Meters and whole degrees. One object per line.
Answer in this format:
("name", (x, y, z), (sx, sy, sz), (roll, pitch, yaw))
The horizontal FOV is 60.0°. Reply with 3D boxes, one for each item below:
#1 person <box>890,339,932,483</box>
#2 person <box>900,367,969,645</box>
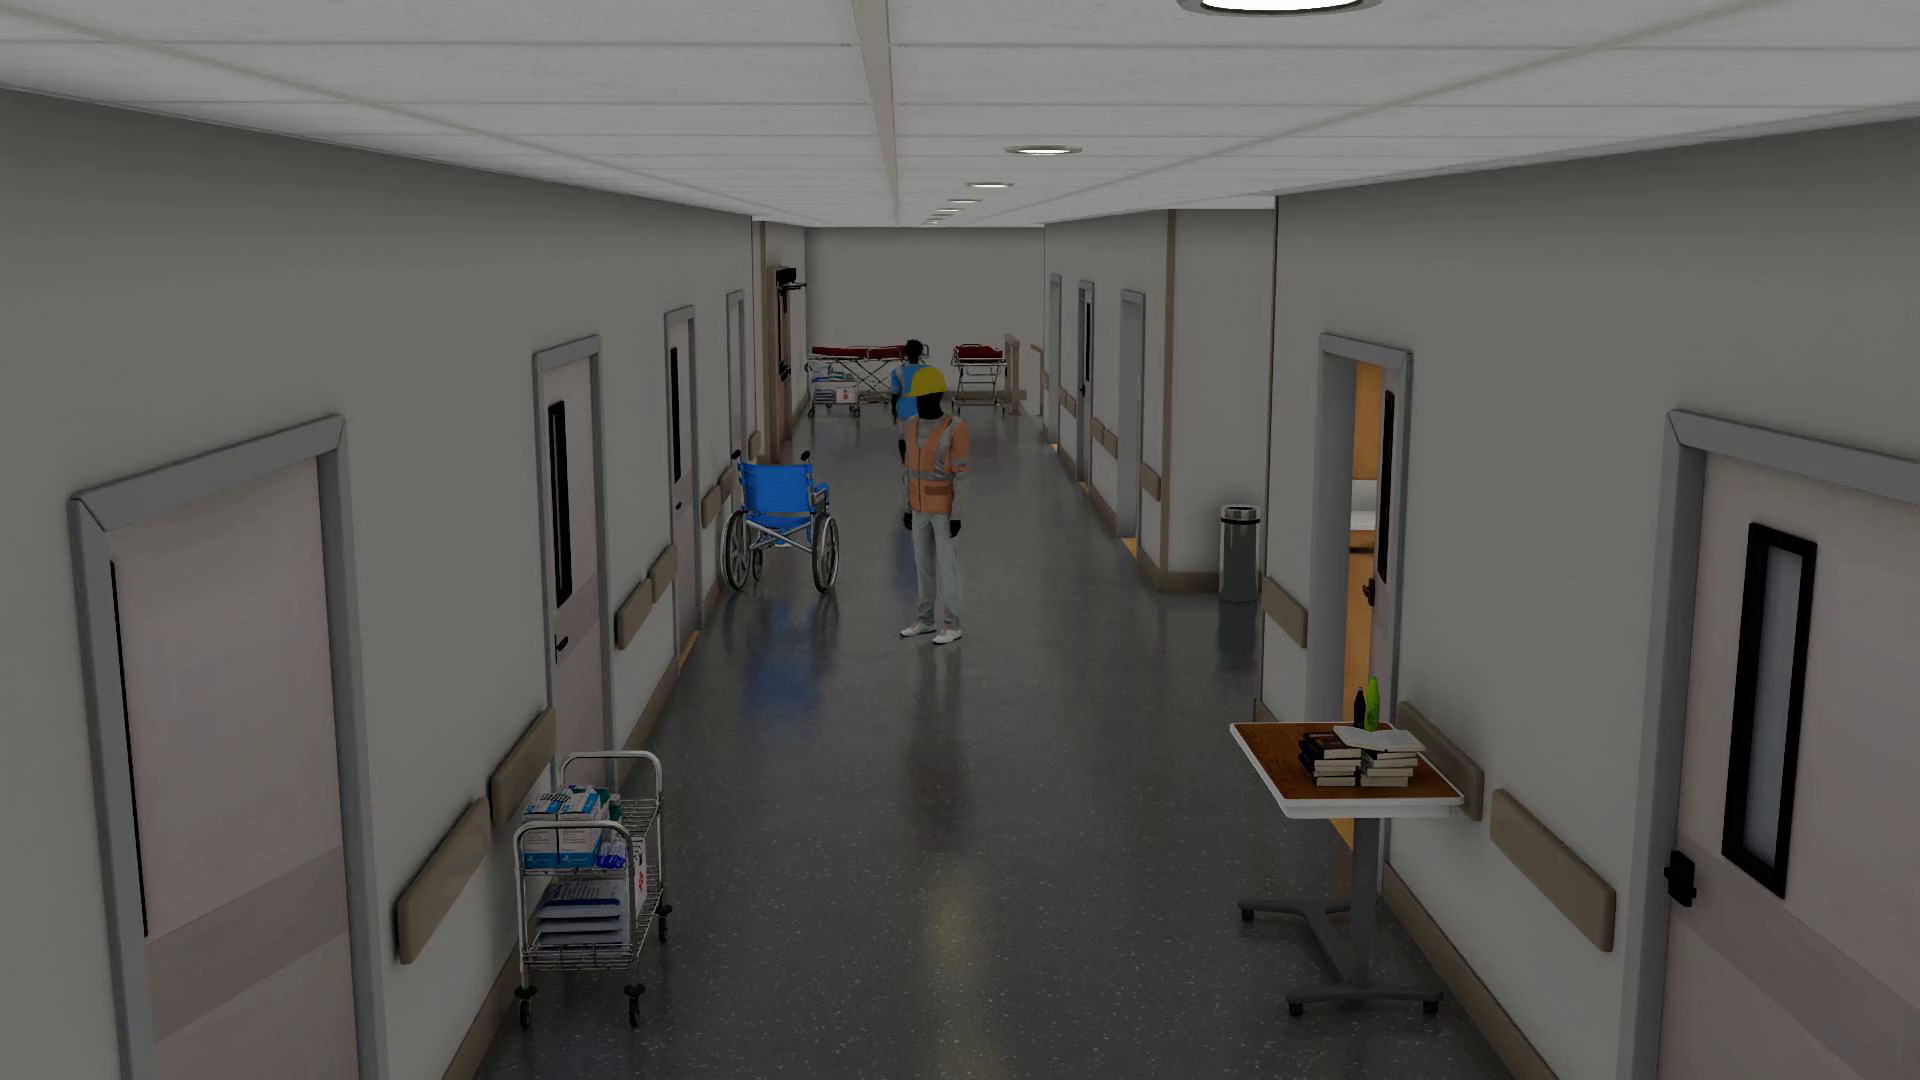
("person", (-0.518, -1.418, 18.772), (0.535, 1.690, 0.504), (-1, 10, -5))
("person", (-0.194, -0.241, 11.540), (0.584, 1.919, 0.390), (10, 14, 43))
